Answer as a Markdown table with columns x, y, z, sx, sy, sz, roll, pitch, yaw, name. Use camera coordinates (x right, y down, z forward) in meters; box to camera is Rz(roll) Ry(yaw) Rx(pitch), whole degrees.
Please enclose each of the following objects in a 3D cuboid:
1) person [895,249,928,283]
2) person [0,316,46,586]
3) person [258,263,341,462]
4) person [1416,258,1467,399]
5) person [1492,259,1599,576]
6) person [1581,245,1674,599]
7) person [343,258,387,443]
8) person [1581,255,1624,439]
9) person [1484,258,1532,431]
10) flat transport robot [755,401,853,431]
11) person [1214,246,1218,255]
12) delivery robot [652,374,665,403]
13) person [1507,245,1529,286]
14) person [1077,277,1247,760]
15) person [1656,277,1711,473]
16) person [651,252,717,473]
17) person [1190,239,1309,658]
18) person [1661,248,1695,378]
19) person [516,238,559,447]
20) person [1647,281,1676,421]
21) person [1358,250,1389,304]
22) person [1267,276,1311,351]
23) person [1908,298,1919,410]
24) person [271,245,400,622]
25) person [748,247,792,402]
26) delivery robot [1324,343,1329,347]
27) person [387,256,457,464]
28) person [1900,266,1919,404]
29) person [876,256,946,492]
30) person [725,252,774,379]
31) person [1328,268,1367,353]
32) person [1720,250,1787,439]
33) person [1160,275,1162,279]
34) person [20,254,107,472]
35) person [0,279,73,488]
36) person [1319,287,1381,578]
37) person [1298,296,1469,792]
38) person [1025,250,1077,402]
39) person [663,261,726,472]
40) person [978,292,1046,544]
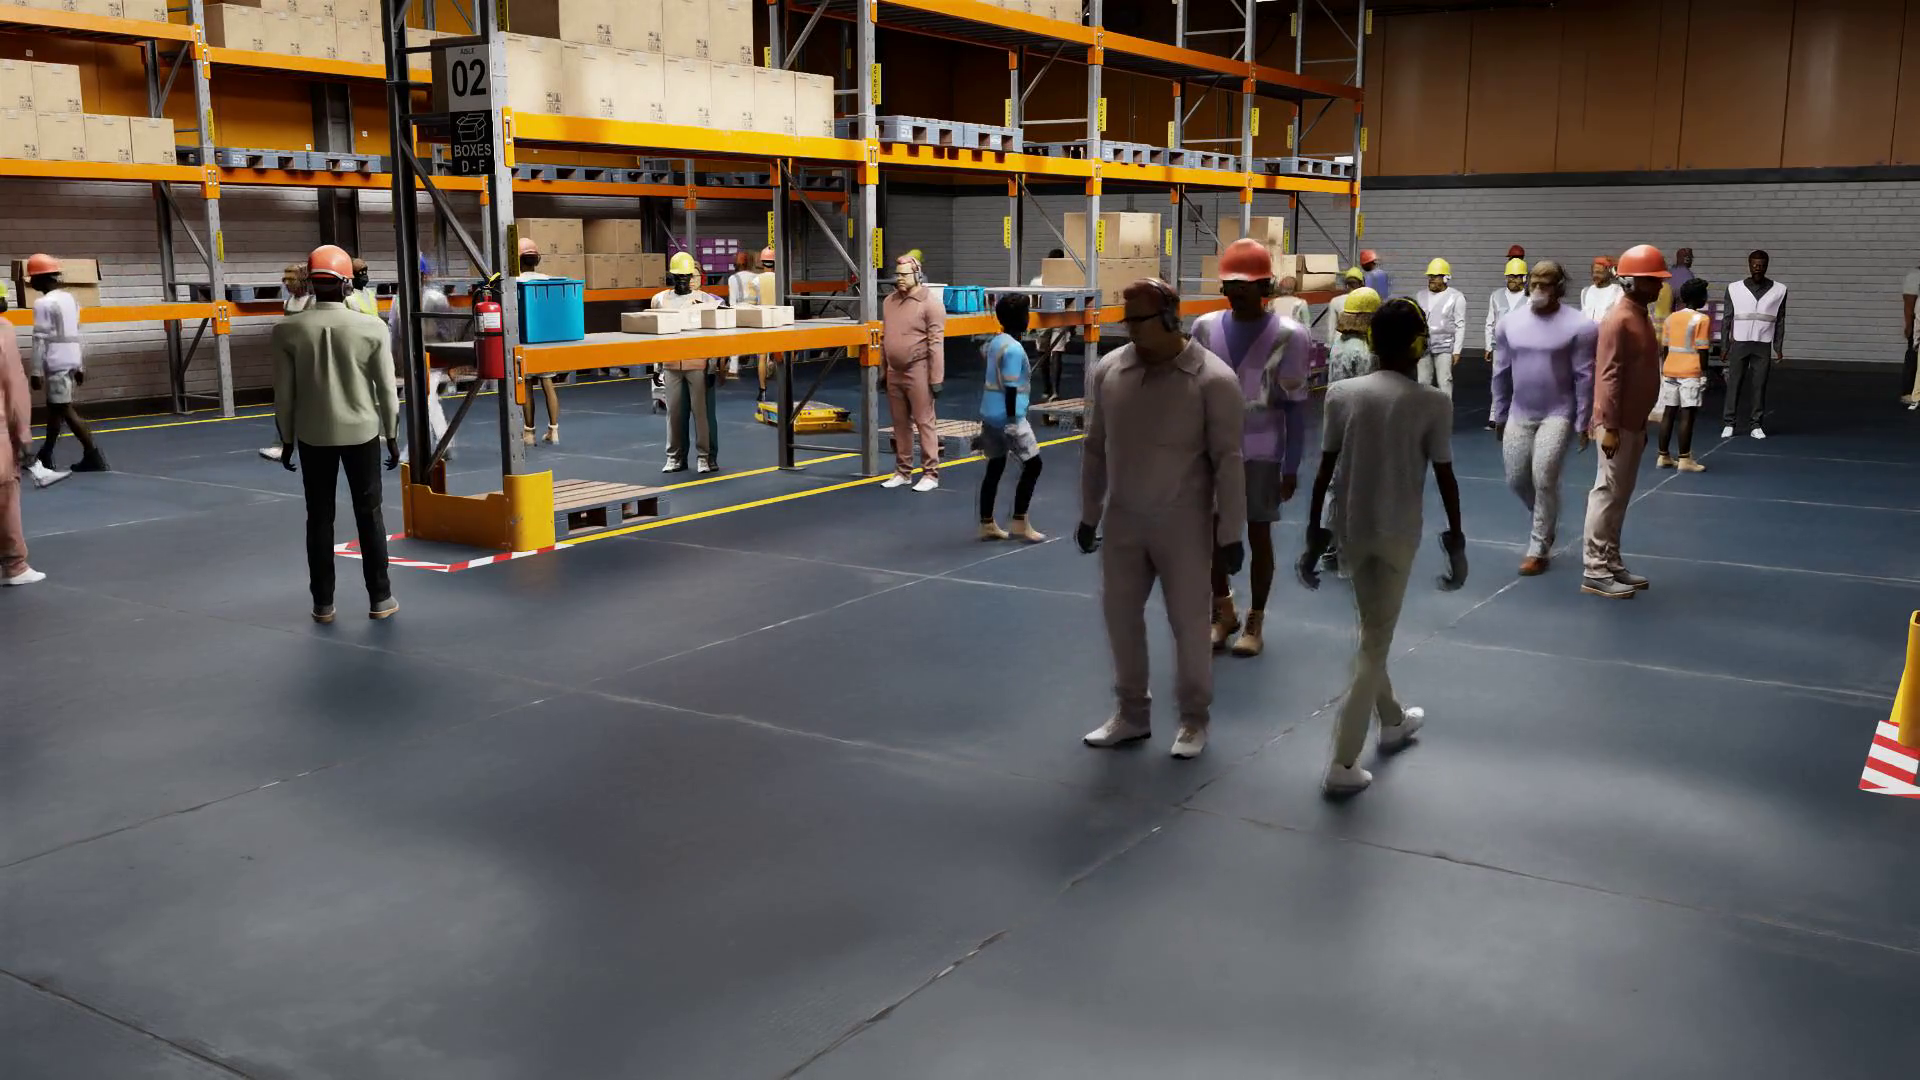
| x | y | z | sx | sy | sz | roll | pitch | yaw | name |
| --- | --- | --- | --- | --- | --- | --- | --- | --- | --- |
| -0.744 | -3.182 | 23.676 | 0.594 | 1.904 | 0.698 | 8 | 13 | 39 | person |
| -5.724 | -0.640 | 9.640 | 0.695 | 1.902 | 0.462 | -1 | 10 | -7 | person |
| -6.029 | -1.607 | 15.177 | 0.533 | 1.799 | 0.927 | 4 | 11 | 23 | person |
| 4.948 | -2.004 | 17.308 | 0.404 | 1.835 | 0.590 | -9 | 14 | -41 | person |
| 3.599 | -0.758 | 10.200 | 0.644 | 1.920 | 0.674 | 9 | 13 | 40 | person |
| 3.809 | -0.675 | 9.497 | 0.394 | 1.992 | 0.622 | 8 | 13 | 36 | person |
| -5.924 | -1.847 | 16.414 | 0.430 | 1.845 | 0.619 | 2 | 10 | 13 | person |
| 6.506 | -1.953 | 16.930 | 0.405 | 1.868 | 0.585 | -6 | 12 | -32 | person |
| 5.835 | -2.049 | 17.560 | 0.600 | 1.830 | 0.404 | 6 | 12 | 32 | person |
| -1.710 | -1.361 | 18.077 | 0.652 | 0.197 | 1.431 | -5 | 11 | -23 | flat transport robot |
| 4.002 | -3.567 | 25.547 | 0.611 | 1.985 | 0.393 | -7 | 13 | -35 | person |
| -3.376 | -1.829 | 19.621 | 0.477 | 0.478 | 0.707 | 2 | 10 | 8 | delivery robot |
| 9.026 | -3.817 | 27.067 | 0.378 | 1.936 | 0.548 | 7 | 13 | 35 | person |
| 0.783 | -0.076 | 6.514 | 0.702 | 1.885 | 0.402 | 7 | 13 | 35 | person |
| 6.358 | -1.444 | 14.573 | 0.320 | 1.698 | 0.537 | -3 | 11 | -16 | person |
| -2.392 | -1.529 | 14.449 | 0.585 | 1.919 | 0.400 | 1 | 10 | 4 | person |
| 1.362 | -0.422 | 8.015 | 0.643 | 2.021 | 0.526 | 6 | 12 | 30 | person |
| 10.513 | -3.295 | 24.263 | 0.407 | 1.908 | 0.642 | -2 | 10 | -10 | person |
| -4.232 | -1.940 | 16.382 | 0.615 | 2.038 | 0.395 | -9 | 14 | -42 | person |
| 7.694 | -2.260 | 18.835 | 0.658 | 1.788 | 0.962 | -6 | 12 | -29 | person |
| 6.292 | -3.390 | 24.855 | 0.623 | 1.884 | 0.796 | -8 | 13 | -38 | person |
| 3.934 | -2.360 | 19.965 | 0.510 | 1.590 | 0.904 | 7 | 12 | 33 | person |
| 11.598 | -2.346 | 19.758 | 0.501 | 1.631 | 0.285 | 7 | 12 | 34 | person |
| -3.298 | -0.557 | 8.840 | 0.623 | 1.993 | 0.384 | -3 | 11 | -15 | person |
| -2.382 | -2.703 | 20.890 | 0.551 | 1.936 | 0.356 | -2 | 10 | -9 | person |
| 5.999 | -2.935 | 25.751 | 0.707 | 0.478 | 0.477 | 4 | 11 | 20 | delivery robot |
| -4.885 | -1.594 | 14.852 | 0.614 | 1.898 | 0.982 | 5 | 12 | 27 | person |
| 12.031 | -2.694 | 20.558 | 0.688 | 2.000 | 0.536 | -2 | 10 | -10 | person |
| -0.411 | -1.341 | 13.471 | 0.652 | 1.901 | 0.400 | 10 | 14 | 43 | person |
| -3.091 | -3.243 | 24.100 | 0.859 | 1.859 | 0.581 | 9 | 14 | 41 | person |
| 4.439 | -2.233 | 18.912 | 0.536 | 1.704 | 0.930 | 4 | 11 | 23 | person |
| 8.103 | -1.995 | 17.024 | 0.598 | 1.917 | 0.378 | 3 | 11 | 17 | person |
| 2.673 | -2.862 | 22.746 | 0.535 | 1.588 | 0.881 | 8 | 13 | 36 | person |
| -7.896 | -1.529 | 14.495 | 0.738 | 1.915 | 0.564 | 0 | 10 | -2 | person |
| -7.548 | -1.209 | 13.202 | 0.846 | 1.727 | 0.538 | -7 | 13 | -36 | person |
| 2.384 | -0.644 | 10.020 | 0.310 | 1.743 | 0.493 | -2 | 10 | -13 | person |
| 1.611 | -0.005 | 6.296 | 0.570 | 1.813 | 1.001 | 8 | 13 | 38 | person |
| 1.155 | -2.709 | 21.030 | 0.655 | 1.903 | 1.031 | 2 | 10 | 8 | person |
| -2.325 | -1.521 | 14.599 | 0.565 | 1.846 | 0.390 | -1 | 10 | -3 | person |
| 0.364 | -0.806 | 11.114 | 0.555 | 1.678 | 0.543 | -3 | 11 | -17 | person |
